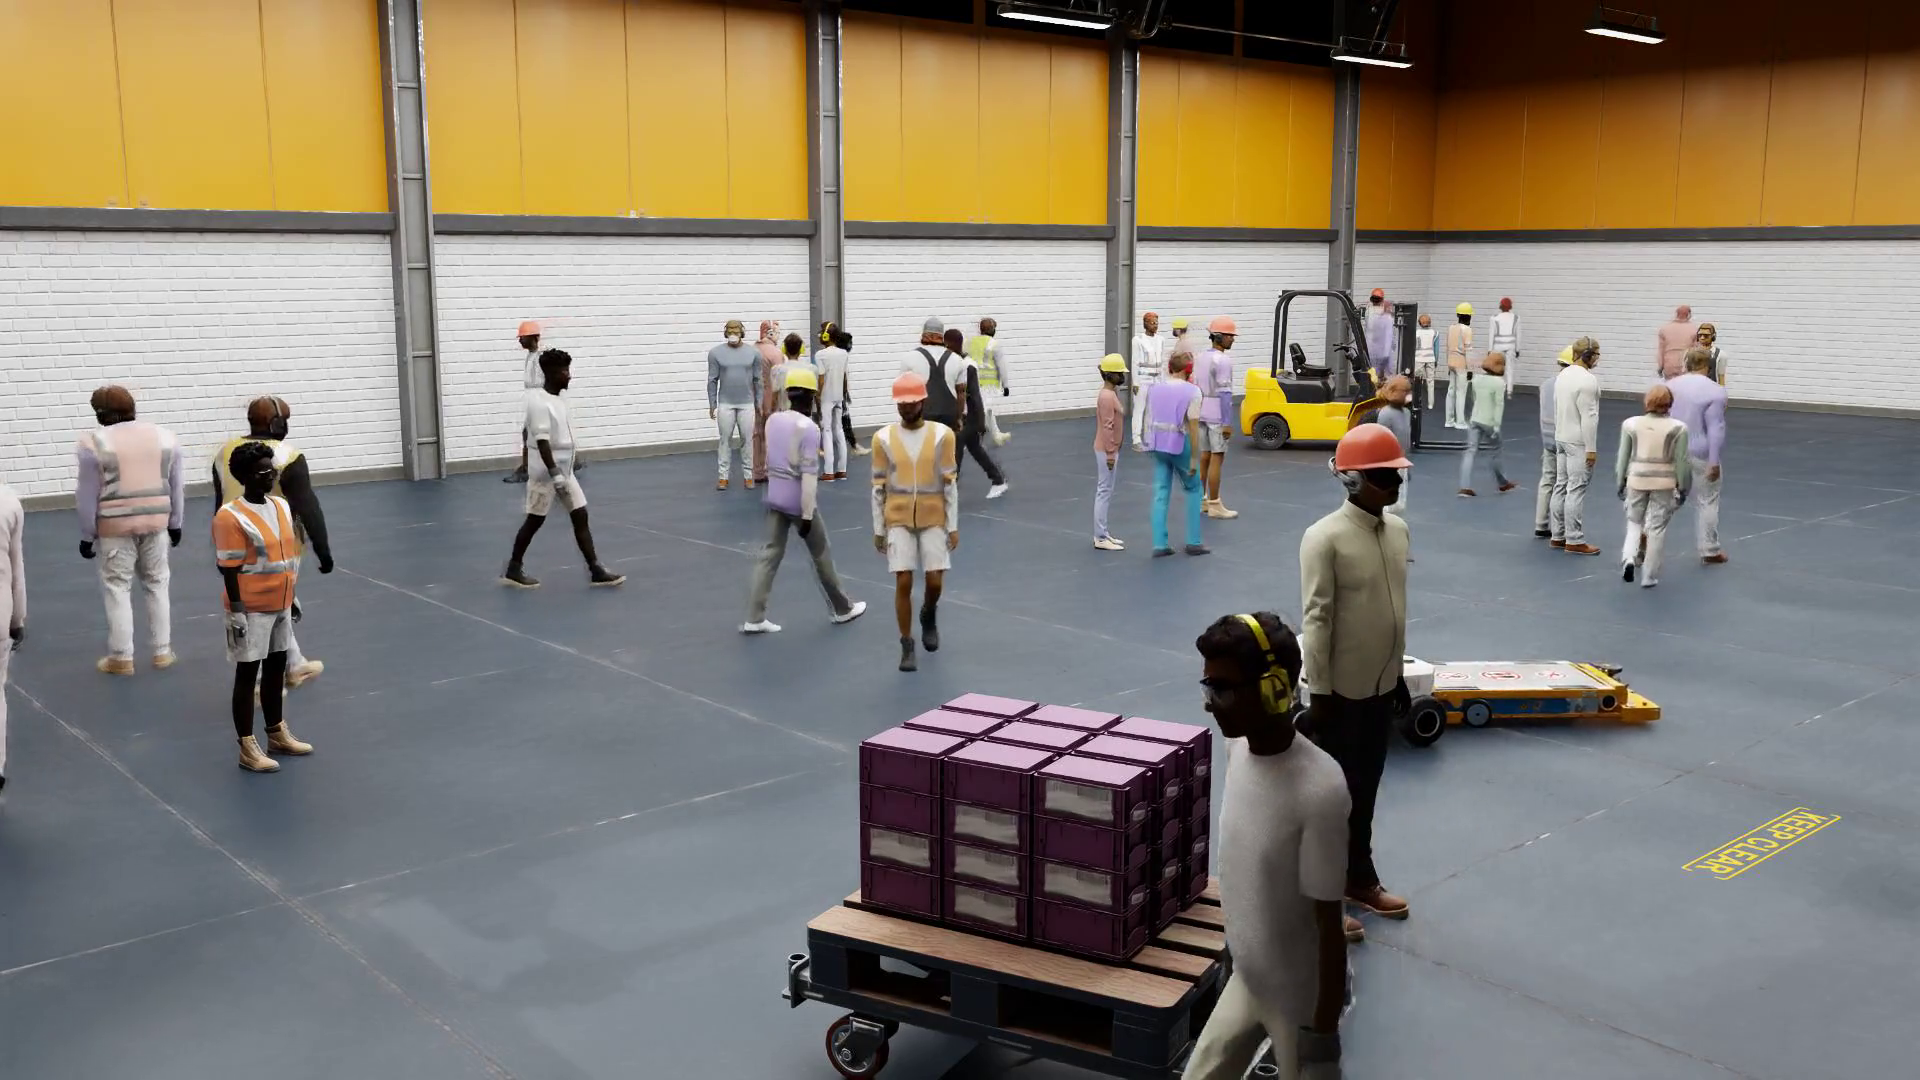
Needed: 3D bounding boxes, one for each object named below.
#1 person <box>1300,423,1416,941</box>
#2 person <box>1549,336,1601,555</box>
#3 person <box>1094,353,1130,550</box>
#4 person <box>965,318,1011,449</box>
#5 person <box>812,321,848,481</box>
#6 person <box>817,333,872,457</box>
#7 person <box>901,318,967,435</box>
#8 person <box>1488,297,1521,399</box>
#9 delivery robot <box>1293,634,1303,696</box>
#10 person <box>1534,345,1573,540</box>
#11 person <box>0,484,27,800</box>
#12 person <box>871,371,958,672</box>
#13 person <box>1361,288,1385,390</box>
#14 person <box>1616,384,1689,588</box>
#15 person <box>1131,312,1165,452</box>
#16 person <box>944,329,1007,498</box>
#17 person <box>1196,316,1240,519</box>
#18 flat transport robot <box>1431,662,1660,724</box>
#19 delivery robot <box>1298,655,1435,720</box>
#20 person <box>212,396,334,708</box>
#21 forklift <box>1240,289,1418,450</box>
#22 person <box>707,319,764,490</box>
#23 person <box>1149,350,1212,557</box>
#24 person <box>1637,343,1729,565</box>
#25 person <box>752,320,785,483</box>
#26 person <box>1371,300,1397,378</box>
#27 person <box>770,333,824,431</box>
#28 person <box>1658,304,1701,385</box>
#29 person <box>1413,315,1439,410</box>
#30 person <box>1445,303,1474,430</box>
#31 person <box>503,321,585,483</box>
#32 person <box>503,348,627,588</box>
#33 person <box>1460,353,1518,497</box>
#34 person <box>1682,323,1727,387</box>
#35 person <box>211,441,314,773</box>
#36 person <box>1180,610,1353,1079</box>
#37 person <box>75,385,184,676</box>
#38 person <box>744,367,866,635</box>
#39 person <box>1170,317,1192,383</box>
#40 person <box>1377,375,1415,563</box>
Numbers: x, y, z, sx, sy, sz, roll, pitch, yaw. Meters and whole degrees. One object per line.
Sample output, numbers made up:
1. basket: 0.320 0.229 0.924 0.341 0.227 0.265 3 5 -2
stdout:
1. person: 1.558 0.540 6.509 0.611 1.997 0.375 -9 13 -42
2. person: 5.475 -0.838 14.756 0.373 1.937 0.630 -1 10 -6
3. person: 1.364 -0.796 15.002 0.313 1.767 0.534 1 10 5
4. person: 0.401 -2.139 22.792 0.974 1.786 0.654 -9 13 -42
5. person: -1.531 -1.624 19.531 0.320 1.876 0.533 8 13 40
6. person: -1.610 -1.895 21.795 0.877 1.641 0.535 0 10 0
7. person: -0.284 -1.322 17.278 0.706 2.000 0.545 -3 10 -17
8. person: 10.097 -3.561 30.846 0.584 1.882 0.337 2 10 9
9. delivery robot: 2.065 0.696 9.536 0.707 0.478 0.477 -5 11 -25
10. person: 5.577 -0.879 15.324 0.404 1.825 0.598 -4 10 -22
11. person: -4.601 0.390 7.687 0.529 1.891 0.655 6 11 30
12. person: -0.291 -0.131 10.661 0.559 1.918 0.505 0 10 -1
13. person: 7.735 -3.660 30.961 0.607 2.044 0.371 4 10 20
14. person: 5.484 -0.418 13.194 0.534 1.624 0.391 7 12 35
15. person: 2.551 -2.138 22.520 0.574 1.882 0.358 -8 12 -38
16. person: 0.099 -1.340 17.945 1.014 1.867 0.645 -3 10 -19
17. person: 2.593 -1.233 16.763 0.394 2.040 0.609 -3 10 -16
18. flat transport robot: 3.201 0.872 9.607 1.431 0.197 0.652 0 10 -2
19. delivery robot: 2.207 0.779 9.047 0.707 0.478 0.477 -3 10 -18
20. person: -4.035 0.045 9.943 0.654 1.809 0.846 4 10 22
21. forklift: 5.034 -2.339 22.783 2.313 2.155 1.214 3 10 16
22. person: -2.531 -1.530 18.798 0.635 1.936 0.352 -1 10 -8
23. person: 1.946 -0.760 14.656 0.569 1.812 0.689 9 13 42
24. person: 6.179 -0.715 14.165 0.850 1.912 0.639 -5 11 -27
25. person: -2.194 -1.588 19.250 0.406 1.902 0.636 -9 13 -43
26. person: 7.589 -3.297 29.410 0.991 1.845 0.666 -2 10 -13
27. person: -1.709 -1.250 17.490 0.519 1.833 0.837 0 10 3
28. person: 11.176 -2.712 25.864 0.646 1.893 0.475 7 12 35
29. person: 7.956 -3.043 28.527 0.514 1.640 0.310 -1 10 -5
30. person: 7.635 -2.647 25.370 0.368 1.928 0.585 -3 10 -18
31. person: -4.899 -1.633 19.567 0.989 1.896 0.543 -6 11 -30
32. person: -3.195 -0.552 13.156 0.972 1.924 0.612 2 10 14
33. person: 5.828 -1.266 18.277 0.864 1.573 0.493 -6 12 -32
34. person: 8.857 -1.669 19.883 0.508 1.846 0.345 6 12 33
35. person: -3.602 0.335 8.583 0.318 1.697 0.536 2 10 13
36. person: 0.740 1.072 3.862 0.516 1.838 0.672 -3 10 -18
37. person: -5.247 -0.061 10.534 0.430 1.827 0.668 8 12 39
38. person: -1.149 -0.279 11.727 0.582 1.863 0.999 9 13 42
39. person: 3.364 -2.445 24.736 0.815 1.739 0.522 -2 10 -13
40. person: 3.710 -0.614 14.338 0.455 1.618 0.516 8 13 40
